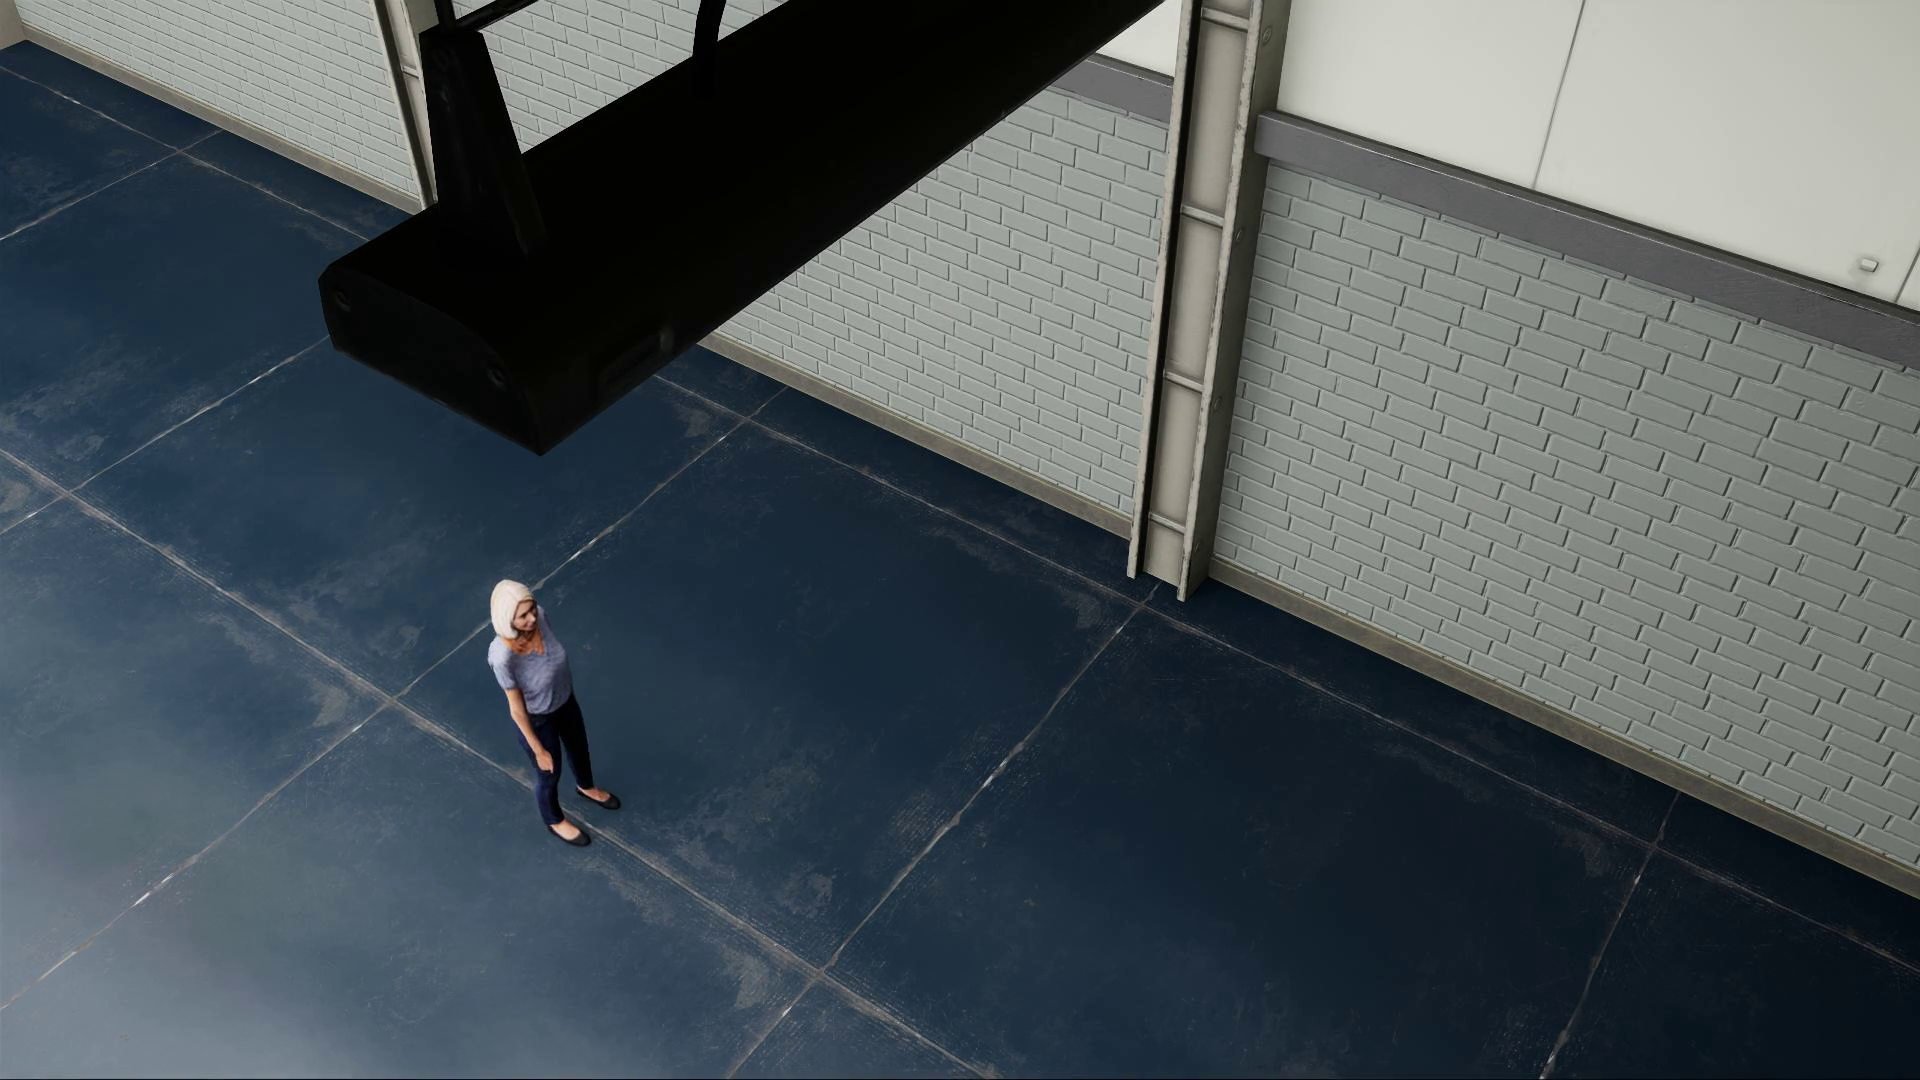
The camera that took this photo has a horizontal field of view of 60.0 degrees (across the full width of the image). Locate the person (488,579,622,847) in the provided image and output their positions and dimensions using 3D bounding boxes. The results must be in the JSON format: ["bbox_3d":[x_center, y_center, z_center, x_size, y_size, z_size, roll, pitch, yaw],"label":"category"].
[{"bbox_3d":[-2.033,0.809,7.954,0.640,1.716,0.674,14,45,14],"label":"person"}]
